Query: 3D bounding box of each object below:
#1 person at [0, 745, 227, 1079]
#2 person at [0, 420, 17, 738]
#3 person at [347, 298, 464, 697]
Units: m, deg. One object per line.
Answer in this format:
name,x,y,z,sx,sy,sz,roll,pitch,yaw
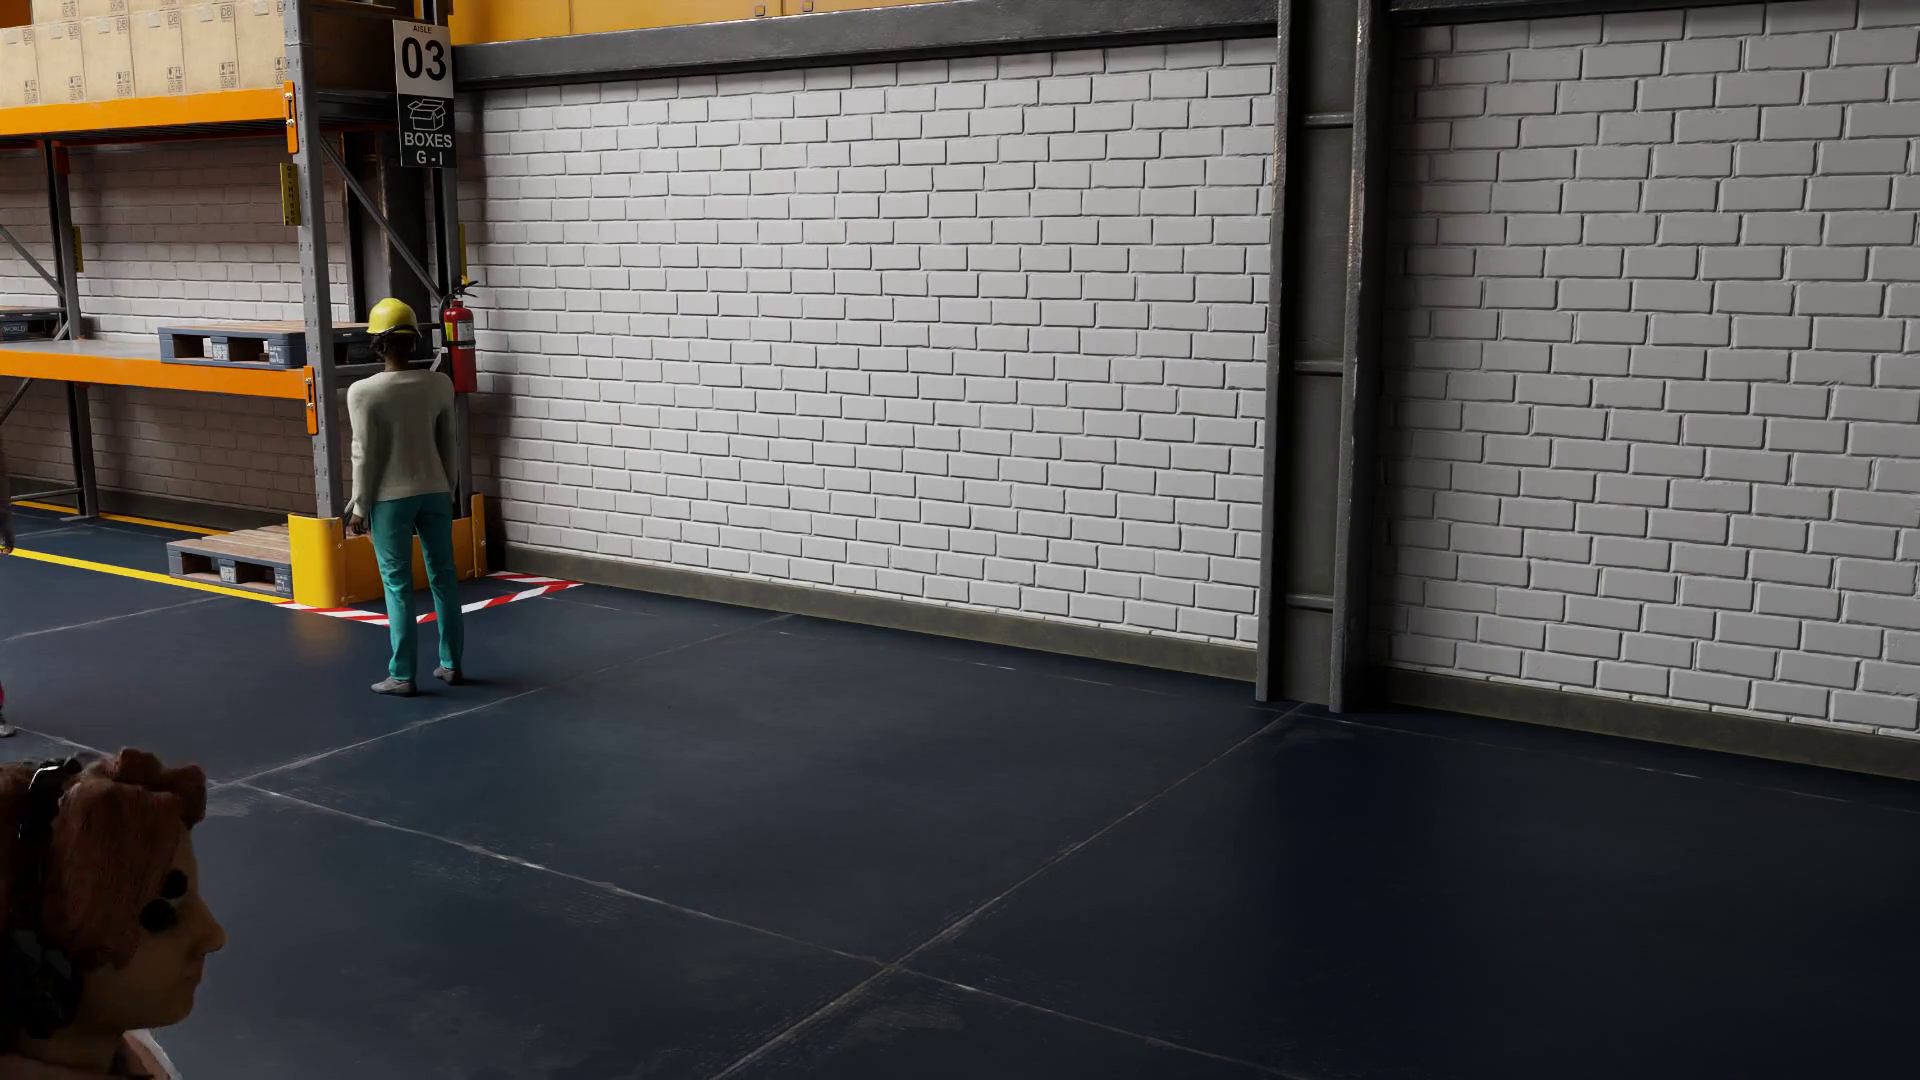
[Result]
person,-0.714,0.968,1.418,0.368,1.625,0.519,-3,11,-15
person,-4.198,-0.072,6.844,0.540,1.748,0.706,-10,14,-43
person,-2.470,-0.184,7.411,0.317,1.769,0.522,9,13,40
